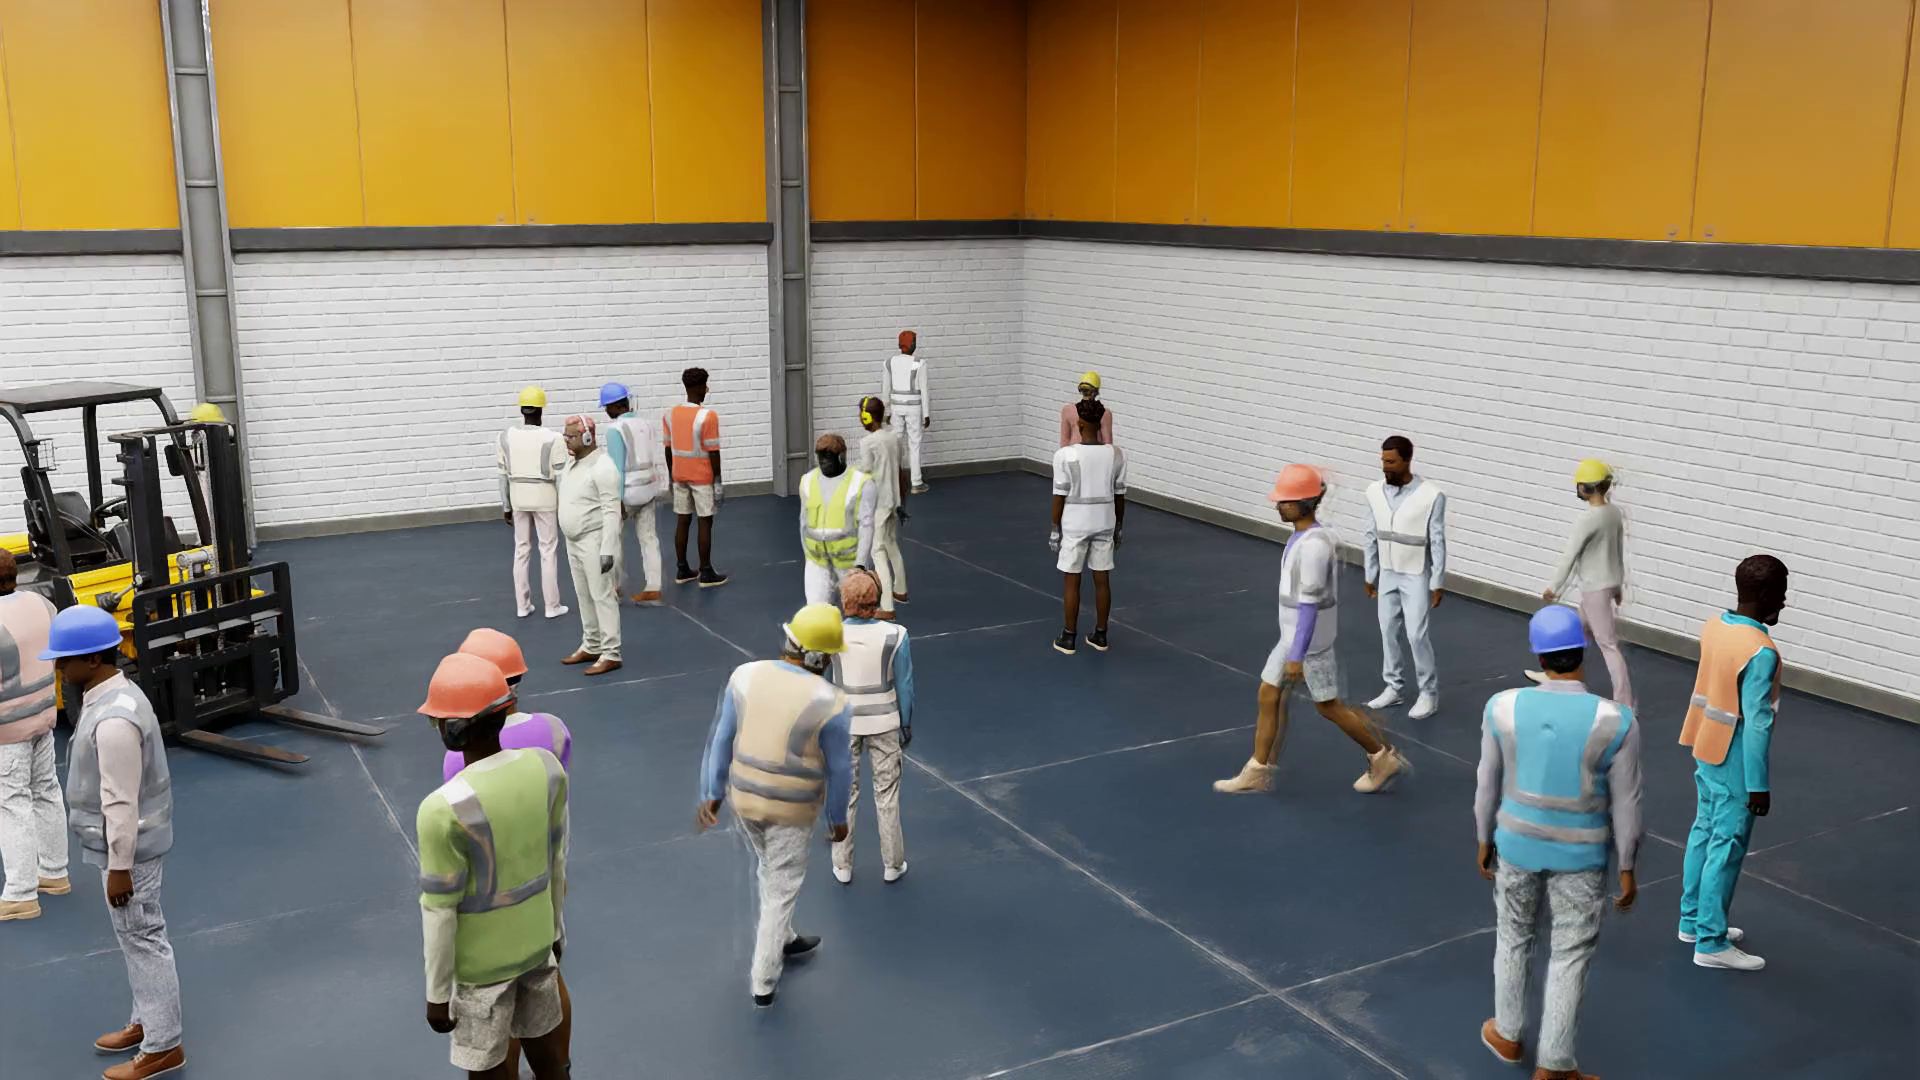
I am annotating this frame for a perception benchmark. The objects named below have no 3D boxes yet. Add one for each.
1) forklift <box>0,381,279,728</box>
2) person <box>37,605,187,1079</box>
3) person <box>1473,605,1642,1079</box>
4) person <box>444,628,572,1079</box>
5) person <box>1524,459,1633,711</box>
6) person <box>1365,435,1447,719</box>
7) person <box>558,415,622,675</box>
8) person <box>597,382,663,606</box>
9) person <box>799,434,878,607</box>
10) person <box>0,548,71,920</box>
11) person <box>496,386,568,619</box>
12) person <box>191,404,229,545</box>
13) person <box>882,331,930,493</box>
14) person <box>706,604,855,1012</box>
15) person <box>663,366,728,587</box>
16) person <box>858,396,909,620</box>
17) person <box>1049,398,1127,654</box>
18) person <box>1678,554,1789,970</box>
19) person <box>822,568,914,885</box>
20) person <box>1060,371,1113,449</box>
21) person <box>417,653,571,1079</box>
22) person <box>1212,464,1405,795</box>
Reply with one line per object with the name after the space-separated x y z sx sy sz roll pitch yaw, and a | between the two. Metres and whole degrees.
-5.853 0.085 11.199 2.313 2.155 1.214 7 14 28 | forklift
-3.341 1.197 6.602 0.414 1.939 0.599 -6 14 -28 | person
2.335 1.224 6.556 0.641 1.923 0.520 8 15 34 | person
-1.705 1.275 6.254 0.389 1.930 0.544 8 15 34 | person
4.238 0.310 11.288 0.915 1.713 0.531 12 17 43 | person
2.990 0.235 11.191 0.409 1.901 0.607 -10 16 -39 | person
-2.725 0.029 12.147 0.403 1.904 0.652 -10 15 -38 | person
-2.860 -0.386 14.107 0.806 1.890 0.621 5 13 22 | person
-0.896 0.146 11.841 0.631 1.815 0.745 4 13 19 | person
-4.632 0.926 8.093 0.429 1.844 0.625 1 12 3 | person
-3.496 -0.307 13.696 0.589 1.918 0.403 2 12 7 | person
-6.299 -0.285 14.025 0.397 1.727 0.489 -6 14 -27 | person
-0.614 -1.482 19.279 0.584 1.882 0.337 5 13 24 | person
-0.735 1.134 7.289 0.664 1.777 0.670 7 14 31 | person
-2.350 -0.566 14.791 0.614 1.962 0.361 8 14 33 | person
-0.600 -0.284 13.827 0.485 1.833 0.677 8 14 32 | person
0.973 -0.103 12.653 0.609 1.962 0.378 -4 13 -20 | person
3.510 1.001 7.586 0.401 1.911 0.590 1 12 4 | person
-0.488 0.954 8.435 0.514 1.641 0.309 0 12 0 | person
1.239 -0.767 16.244 0.531 1.754 0.342 4 13 19 | person
-1.573 1.366 5.581 0.410 2.035 0.606 6 14 28 | person
2.069 0.541 9.578 1.063 1.994 0.618 0 12 0 | person
